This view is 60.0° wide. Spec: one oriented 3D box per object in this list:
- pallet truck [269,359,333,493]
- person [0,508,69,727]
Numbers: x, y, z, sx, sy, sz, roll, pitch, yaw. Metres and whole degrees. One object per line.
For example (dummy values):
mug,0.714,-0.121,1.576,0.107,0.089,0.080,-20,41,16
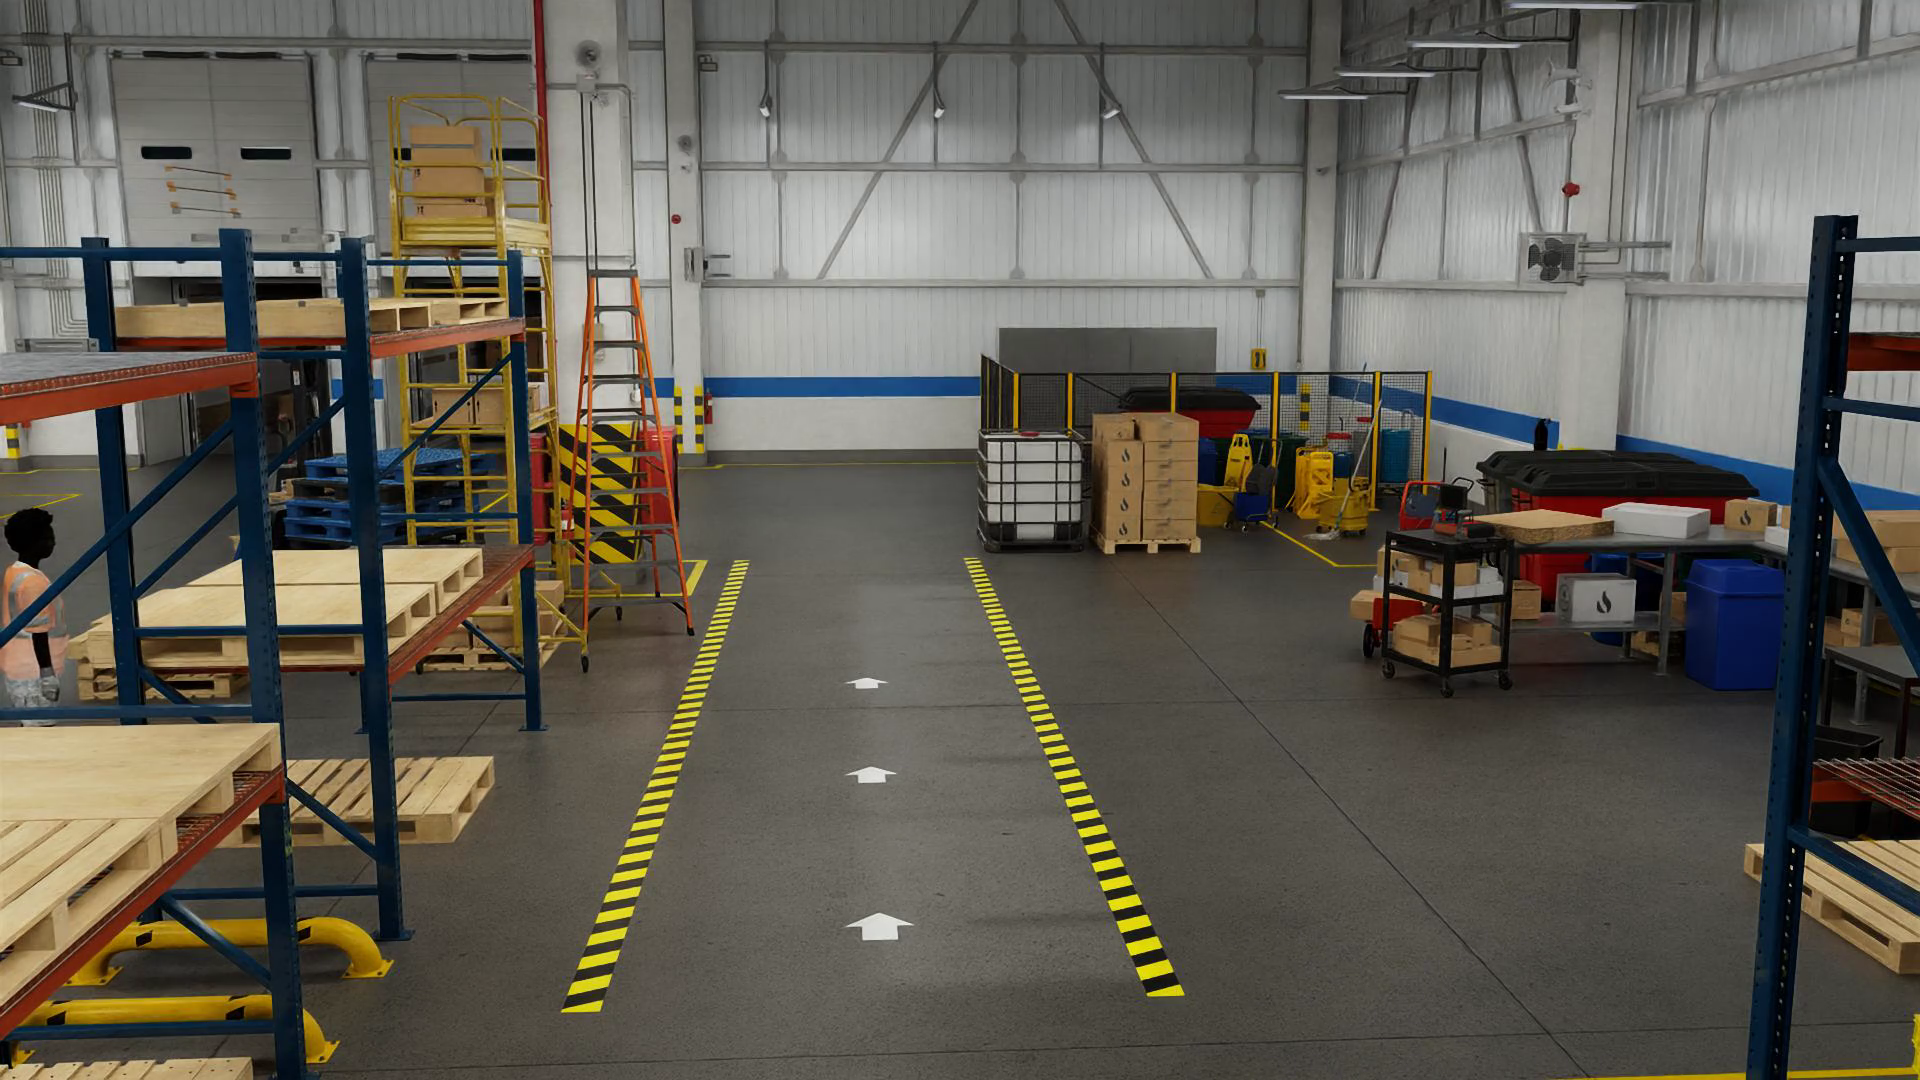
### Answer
pallet truck,-7.062,-1.131,18.996,1.885,1.965,0.823,2,9,13
person,-4.796,0.674,8.636,0.321,1.689,0.529,-6,11,-34
